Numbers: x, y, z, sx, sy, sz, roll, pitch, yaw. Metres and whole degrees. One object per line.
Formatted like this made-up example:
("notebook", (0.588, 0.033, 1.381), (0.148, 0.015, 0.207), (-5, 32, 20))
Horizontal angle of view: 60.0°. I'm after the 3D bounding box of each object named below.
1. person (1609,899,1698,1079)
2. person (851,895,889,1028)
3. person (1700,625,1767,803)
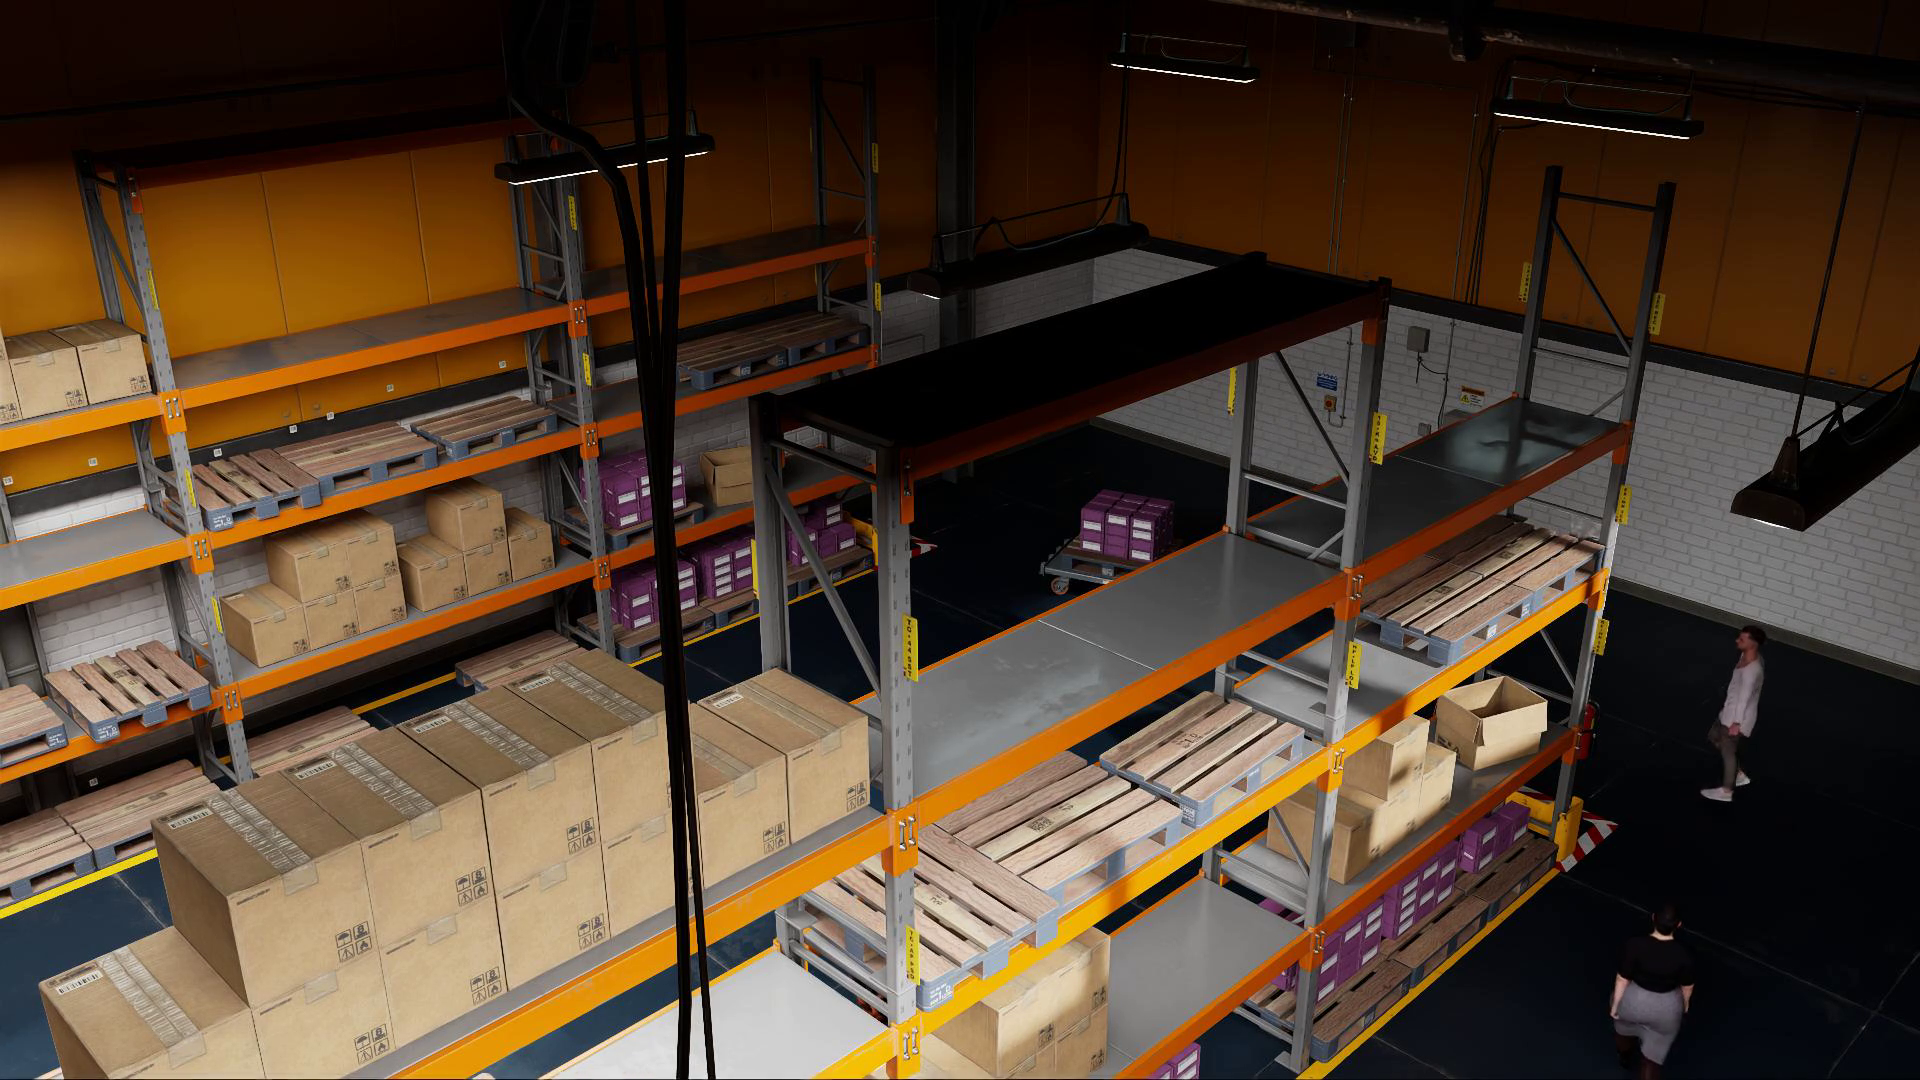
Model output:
("person", (4.797, 3.349, 11.585), (0.976, 1.702, 1.218), (9, 25, 19))
("person", (-0.630, 3.097, 12.070), (0.545, 1.776, 0.629), (-18, 29, -36))
("person", (7.284, 1.615, 15.397), (0.870, 1.828, 0.765), (9, 25, 19))
